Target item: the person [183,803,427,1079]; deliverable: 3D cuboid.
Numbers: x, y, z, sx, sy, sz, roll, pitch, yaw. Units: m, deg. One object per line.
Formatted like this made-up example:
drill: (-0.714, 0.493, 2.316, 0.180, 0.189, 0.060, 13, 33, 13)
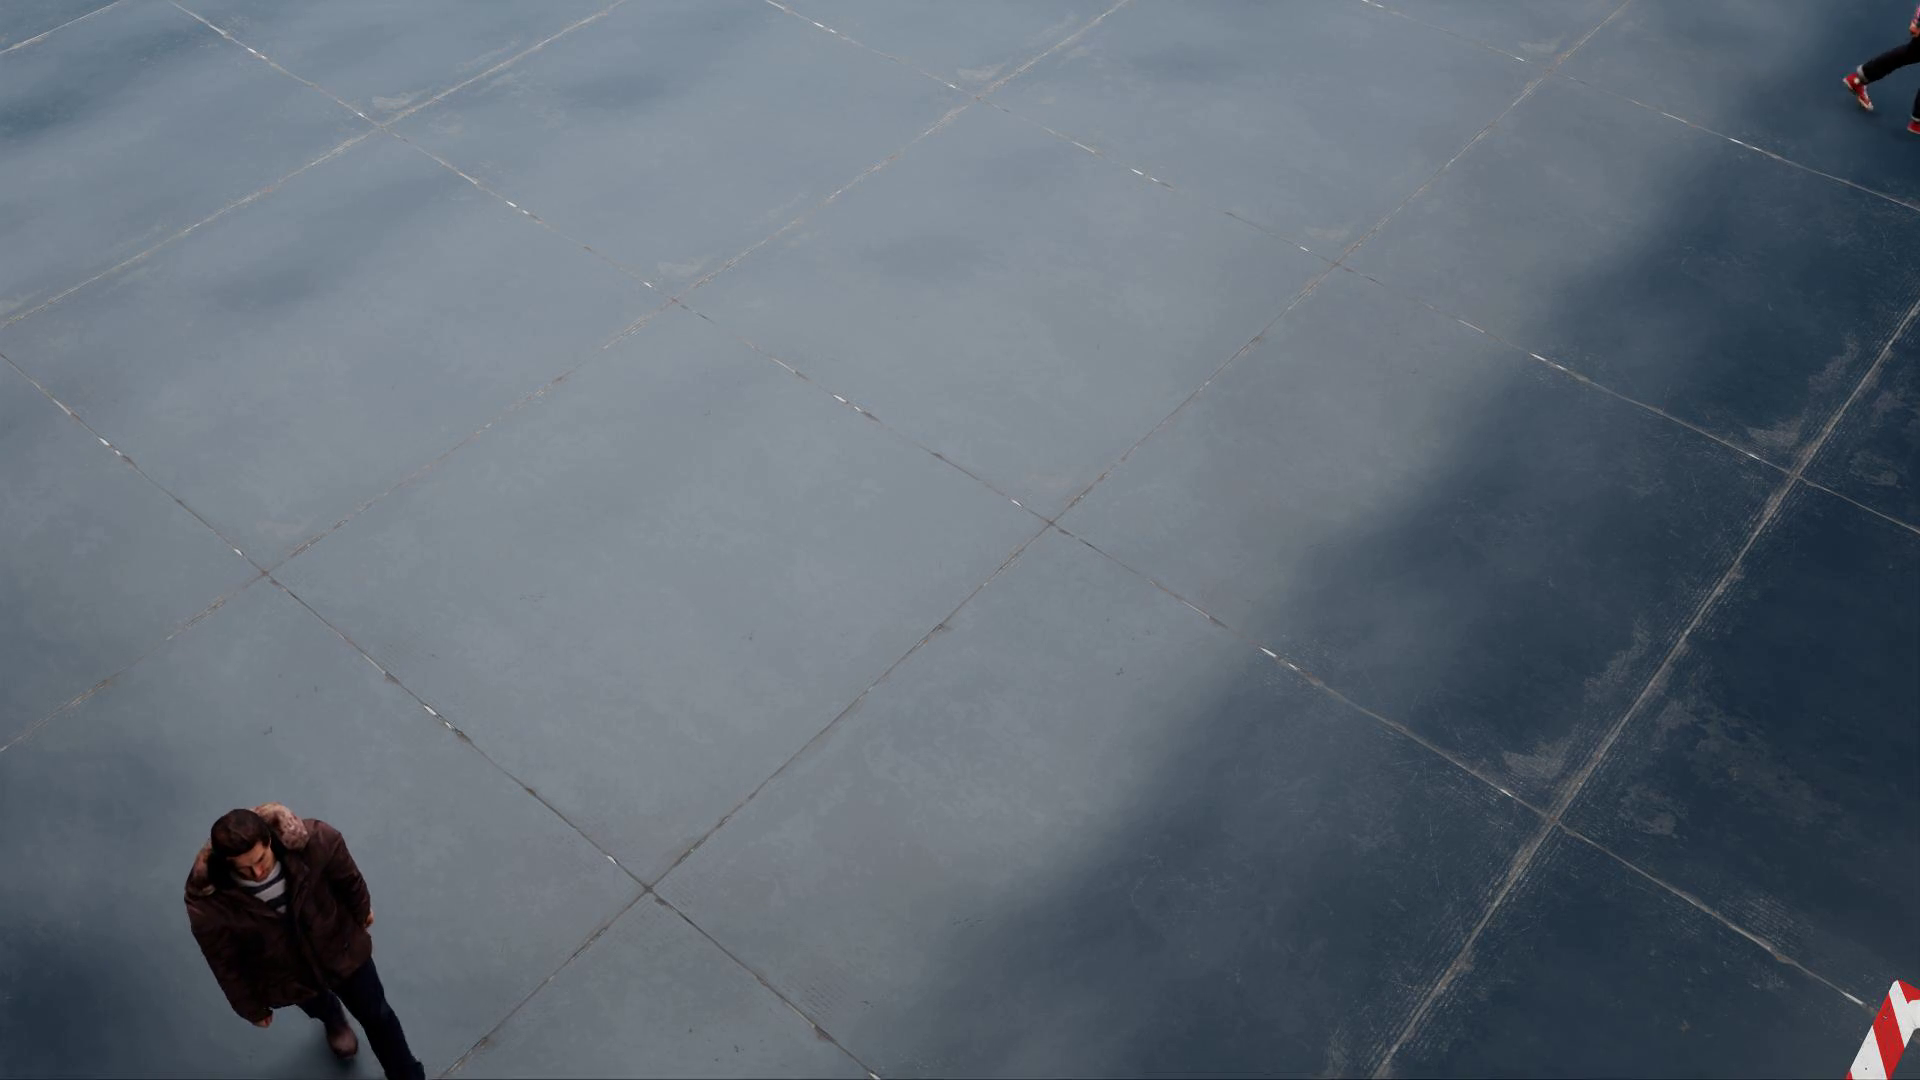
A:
person: (-2.560, 1.530, 6.420, 0.950, 1.807, 1.179, -28, 53, -23)
